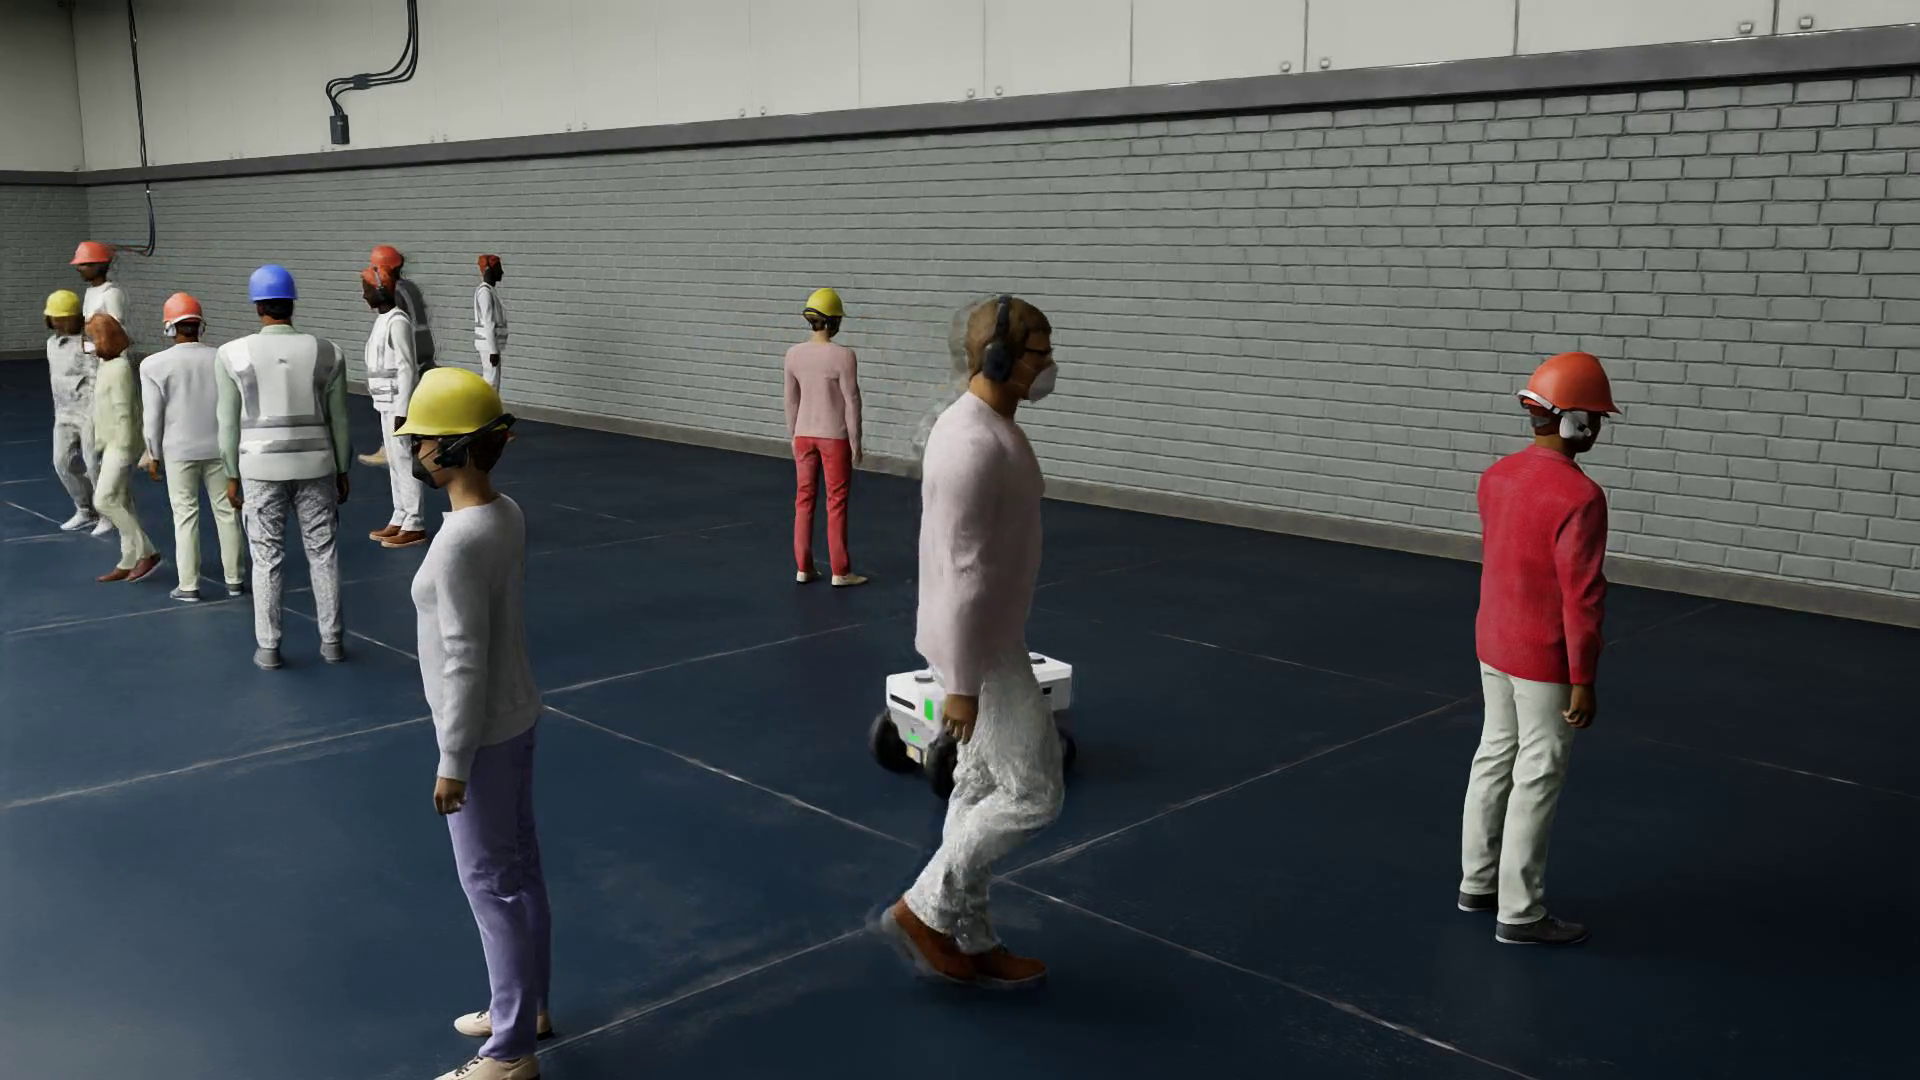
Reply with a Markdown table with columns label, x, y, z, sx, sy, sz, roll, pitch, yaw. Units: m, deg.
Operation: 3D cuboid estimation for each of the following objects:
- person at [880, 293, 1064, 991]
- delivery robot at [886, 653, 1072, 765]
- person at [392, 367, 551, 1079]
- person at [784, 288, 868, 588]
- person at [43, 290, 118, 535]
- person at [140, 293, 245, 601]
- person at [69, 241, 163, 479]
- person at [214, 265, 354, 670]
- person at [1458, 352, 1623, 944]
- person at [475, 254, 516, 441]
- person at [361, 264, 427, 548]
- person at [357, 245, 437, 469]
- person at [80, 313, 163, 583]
| label | x | y | z | sx | sy | sz | roll | pitch | yaw |
| --- | --- | --- | --- | --- | --- | --- | --- | --- | --- |
| person | 0.097 | 0.307 | 4.474 | 0.434 | 1.923 | 0.646 | 1 | 10 | 7 |
| delivery robot | 0.081 | 0.598 | 6.380 | 0.707 | 0.478 | 0.477 | -7 | 12 | -33 |
| person | -1.184 | 0.466 | 4.056 | 0.311 | 1.768 | 0.533 | -1 | 10 | -4 |
| person | -0.797 | -0.597 | 9.848 | 0.525 | 1.769 | 0.316 | 6 | 12 | 29 |
| person | -6.071 | -0.866 | 11.473 | 0.508 | 1.714 | 0.476 | 4 | 11 | 22 |
| person | -4.363 | -0.529 | 9.504 | 0.563 | 1.754 | 0.321 | -9 | 14 | -41 |
| person | -7.268 | -1.533 | 14.249 | 0.545 | 2.028 | 0.613 | -9 | 14 | -40 |
| person | -3.245 | -0.346 | 8.024 | 0.603 | 1.938 | 0.429 | -6 | 12 | -28 |
| person | 1.733 | 0.320 | 4.916 | 0.354 | 1.743 | 0.567 | -2 | 11 | -12 |
| person | -4.729 | -1.939 | 16.850 | 0.352 | 1.883 | 0.580 | -3 | 11 | -15 |
| person | -3.792 | -0.893 | 11.139 | 0.359 | 1.886 | 0.573 | -6 | 12 | -29 |
| person | -4.951 | -1.631 | 14.877 | 0.820 | 1.984 | 0.644 | 0 | 10 | 3 |
| person | -5.032 | -0.533 | 9.906 | 0.321 | 1.627 | 0.535 | -6 | 12 | -31 |
